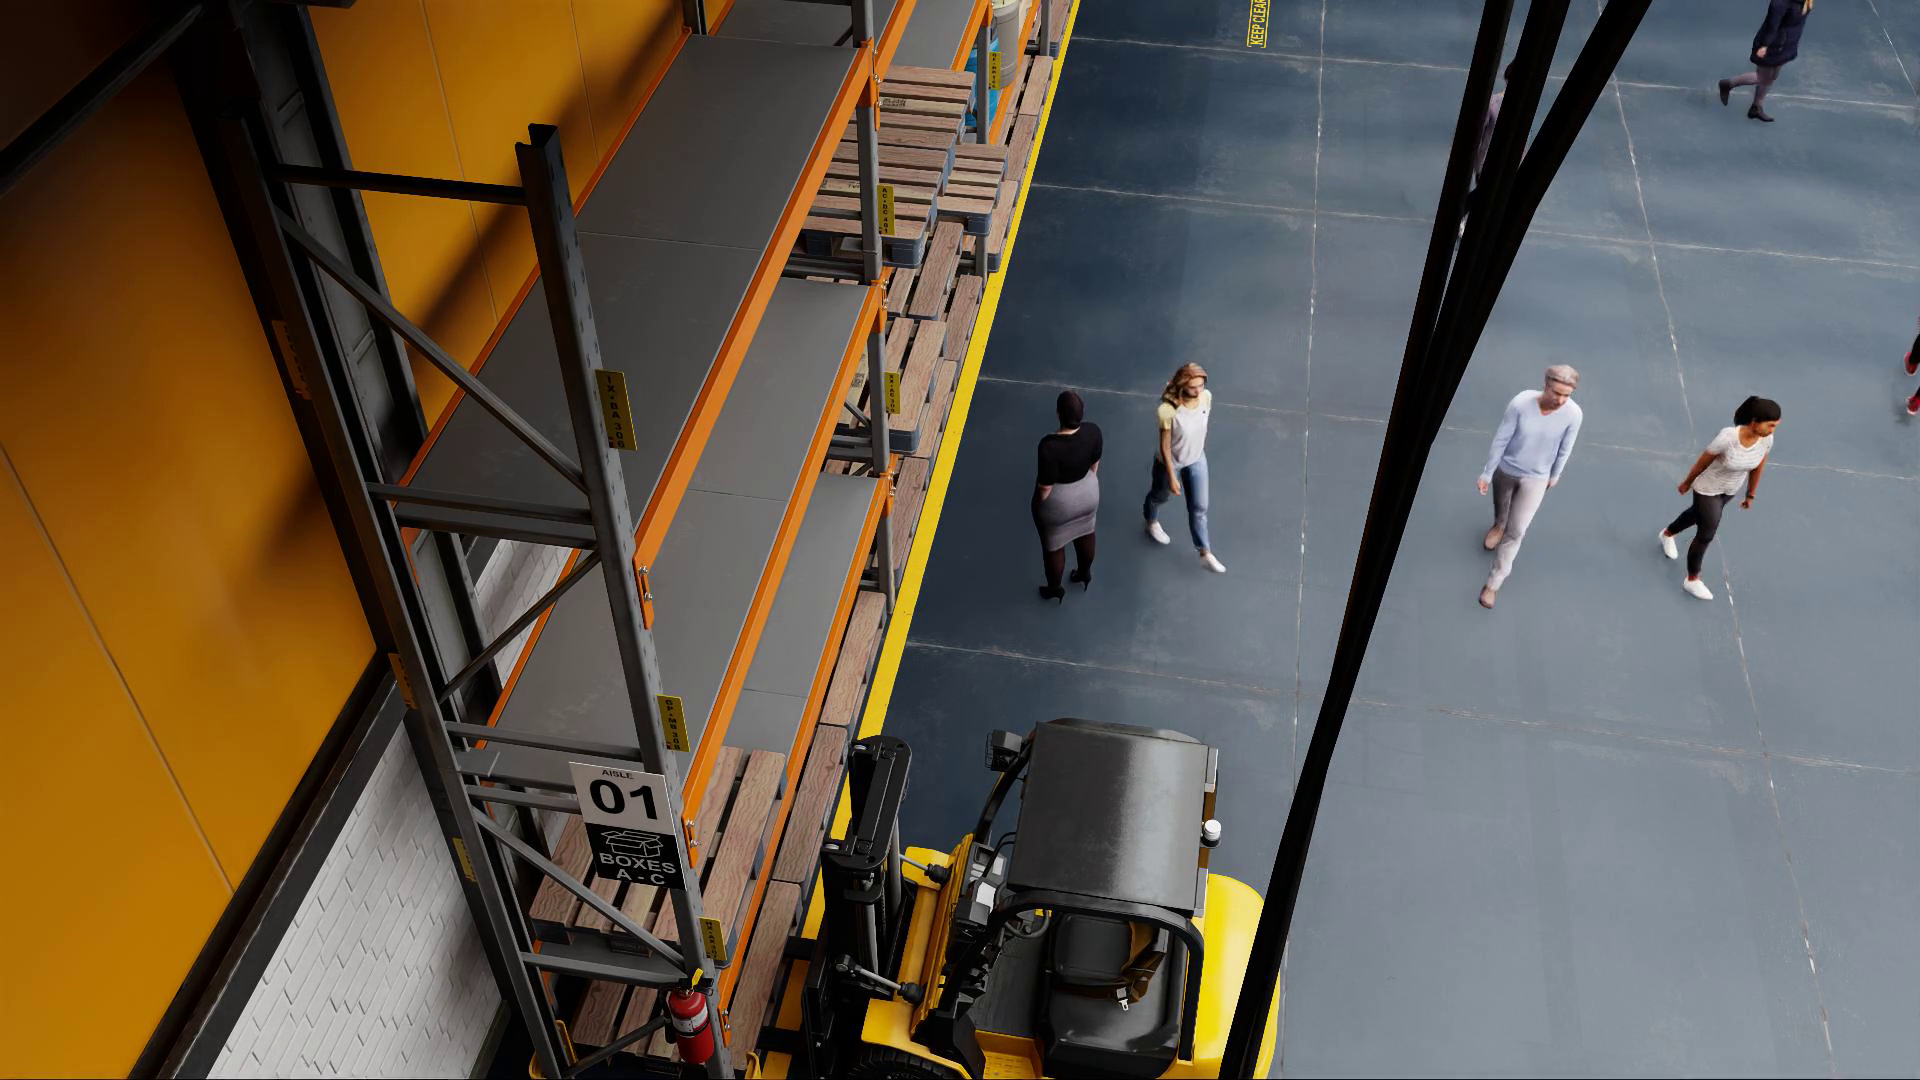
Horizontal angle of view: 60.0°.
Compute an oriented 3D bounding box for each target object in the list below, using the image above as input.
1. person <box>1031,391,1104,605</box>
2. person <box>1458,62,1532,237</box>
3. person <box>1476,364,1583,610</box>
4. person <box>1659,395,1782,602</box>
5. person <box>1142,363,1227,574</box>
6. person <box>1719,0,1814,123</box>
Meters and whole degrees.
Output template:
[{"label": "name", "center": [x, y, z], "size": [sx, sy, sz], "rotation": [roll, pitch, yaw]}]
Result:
[{"label": "person", "center": [0.730, -0.272, 11.222], "size": [0.776, 1.759, 0.823], "rotation": [-22, 48, -22]}, {"label": "person", "center": [4.567, -3.296, 14.361], "size": [1.089, 1.808, 1.272], "rotation": [-15, 46, -15]}, {"label": "person", "center": [3.864, -0.511, 11.424], "size": [0.931, 1.826, 1.342], "rotation": [20, 47, 20]}, {"label": "person", "center": [5.162, -0.408, 11.480], "size": [0.820, 1.600, 1.042], "rotation": [-5, 44, -5]}, {"label": "person", "center": [1.450, -0.588, 11.602], "size": [1.029, 1.692, 1.113], "rotation": [-24, 49, -23]}, {"label": "person", "center": [7.835, -4.862, 16.109], "size": [0.961, 1.664, 0.928], "rotation": [34, 53, 30]}]
